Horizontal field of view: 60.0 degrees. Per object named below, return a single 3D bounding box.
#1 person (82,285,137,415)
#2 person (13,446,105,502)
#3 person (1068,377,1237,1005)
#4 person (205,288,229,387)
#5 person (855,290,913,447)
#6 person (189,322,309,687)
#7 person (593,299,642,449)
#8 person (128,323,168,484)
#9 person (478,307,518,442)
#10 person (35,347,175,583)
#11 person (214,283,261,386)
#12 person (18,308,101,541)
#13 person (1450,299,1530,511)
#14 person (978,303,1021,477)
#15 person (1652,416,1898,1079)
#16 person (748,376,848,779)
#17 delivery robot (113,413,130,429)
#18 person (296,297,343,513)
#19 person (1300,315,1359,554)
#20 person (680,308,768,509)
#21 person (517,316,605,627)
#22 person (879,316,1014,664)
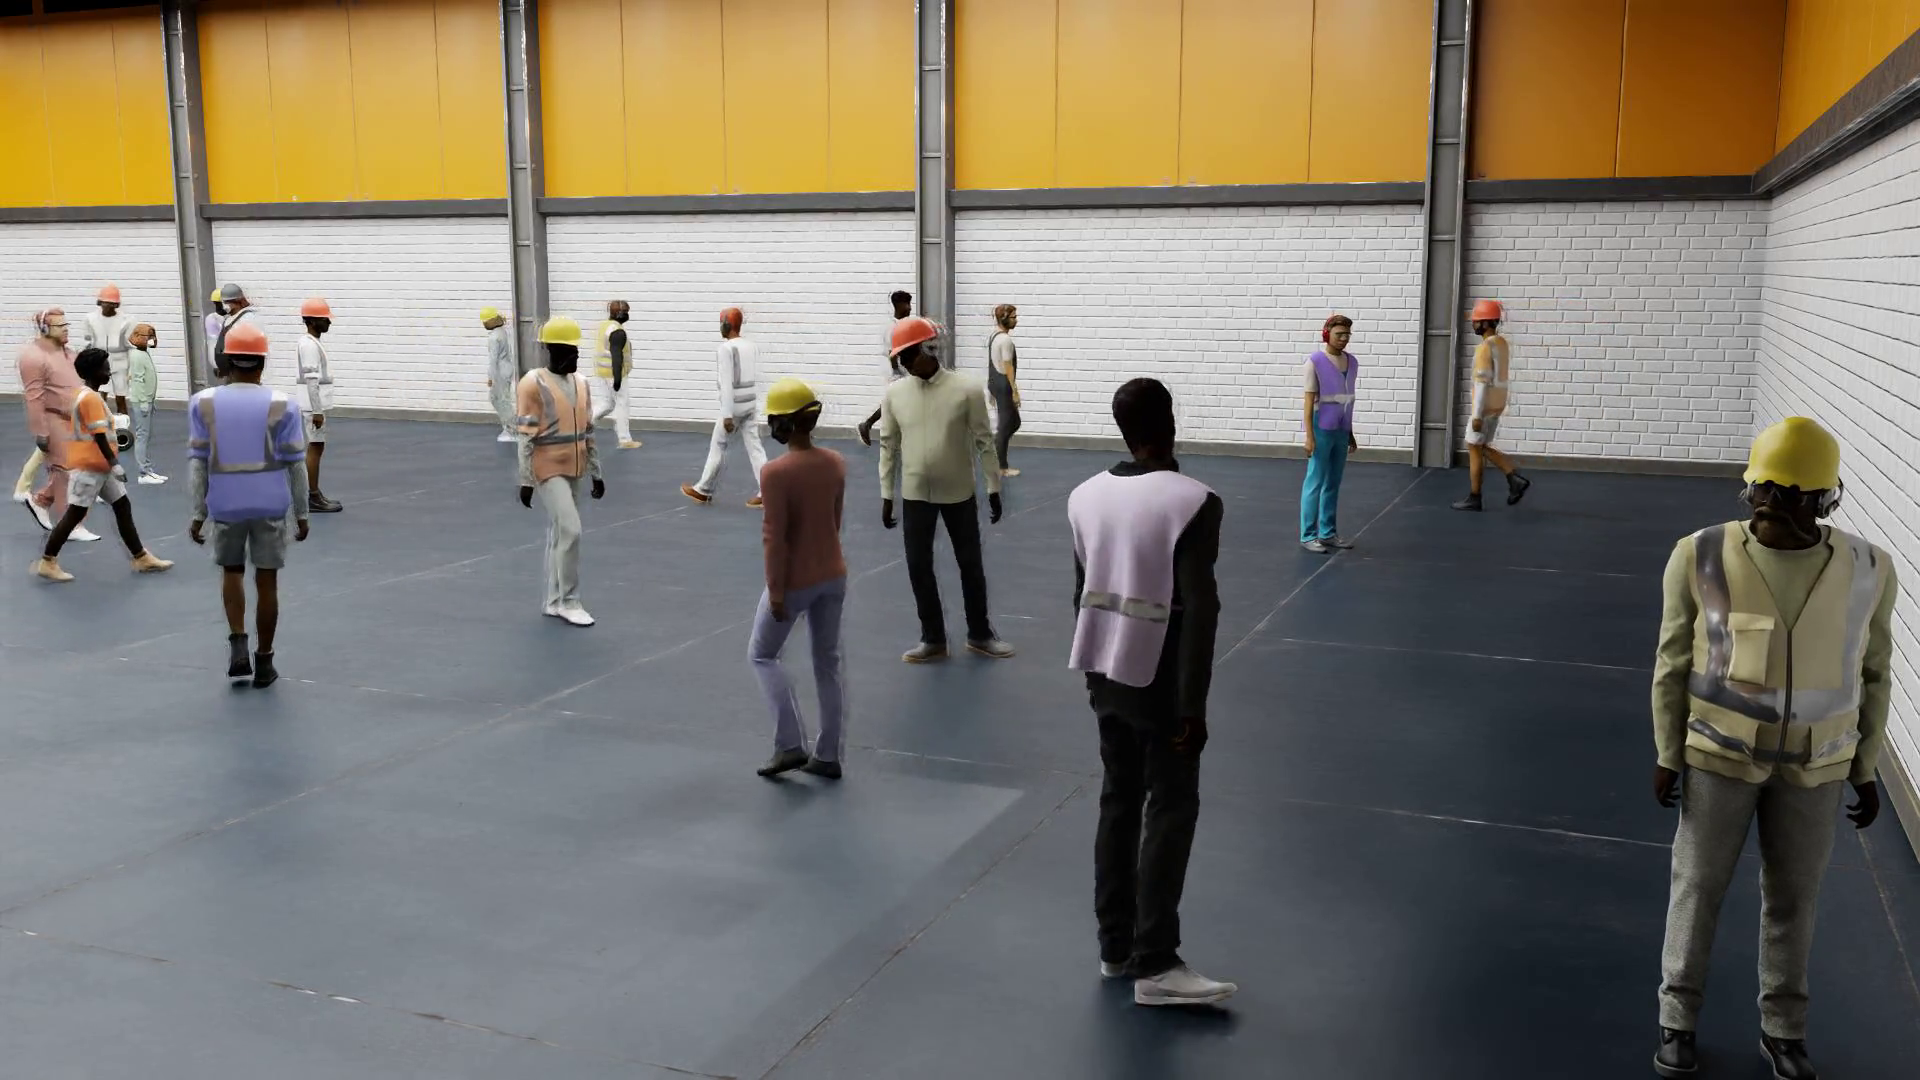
[{"bbox_3d":[-10.209,-2.067,20.009,0.617,1.990,0.778,-3,10,-16],"label":"person"},{"bbox_3d":[-8.460,-1.123,15.510,0.846,1.590,0.513,-4,10,-21],"label":"person"},{"bbox_3d":[0.579,0.453,5.113,0.442,1.875,0.733,-7,12,-37],"label":"person"},{"bbox_3d":[-9.722,-2.361,21.993,0.380,1.924,0.594,0,9,-2],"label":"person"},{"bbox_3d":[-0.807,-2.045,20.051,0.843,1.940,0.612,3,10,18],"label":"person"},{"bbox_3d":[-3.743,-0.181,8.792,0.585,1.922,0.408,-2,10,-13],"label":"person"},{"bbox_3d":[-4.277,-1.996,20.126,0.724,1.819,0.636,-5,11,-28],"label":"person"},{"bbox_3d":[-8.322,-1.393,17.012,0.284,1.633,0.498,-3,10,-15],"label":"person"},{"bbox_3d":[-5.783,-2.075,20.906,0.453,1.699,0.557,0,9,-2],"label":"person"},{"bbox_3d":[-6.126,-0.531,11.732,0.882,1.654,0.541,-4,10,-23],"label":"person"},{"bbox_3d":[-8.727,-2.086,19.984,0.747,2.000,0.689,-6,11,-34],"label":"person"},{"bbox_3d":[-7.302,-0.923,13.397,0.616,1.889,0.649,1,9,5],"label":"person"},{"bbox_3d":[4.776,-1.193,14.935,0.591,1.923,0.569,8,12,39],"label":"person"},{"bbox_3d":[0.493,-1.559,17.426,0.395,1.831,0.519,-1,9,-7],"label":"person"},{"bbox_3d":[2.178,0.577,4.484,0.591,1.829,0.404,2,10,15],"label":"person"},{"bbox_3d":[-0.692,0.174,7.182,0.461,1.751,0.526,8,12,41],"label":"person"},{"bbox_3d":[-10.345,-1.379,19.906,0.707,0.478,0.477,-6,11,-34],"label":"delivery robot"},{"bbox_3d":[-5.788,-1.218,15.033,0.377,1.936,0.549,-3,10,-19],"label":"person"},{"bbox_3d":[2.864,-0.828,12.956,0.567,1.841,0.377,-8,12,-39],"label":"person"},{"bbox_3d":[-2.104,-1.204,15.264,0.994,1.828,0.606,5,10,26],"label":"person"},{"bbox_3d":[-2.380,-0.419,10.271,0.643,1.908,0.621,4,10,25],"label":"person"},{"bbox_3d":[-0.064,-0.270,9.297,0.761,1.947,0.497,2,10,12],"label":"person"}]
